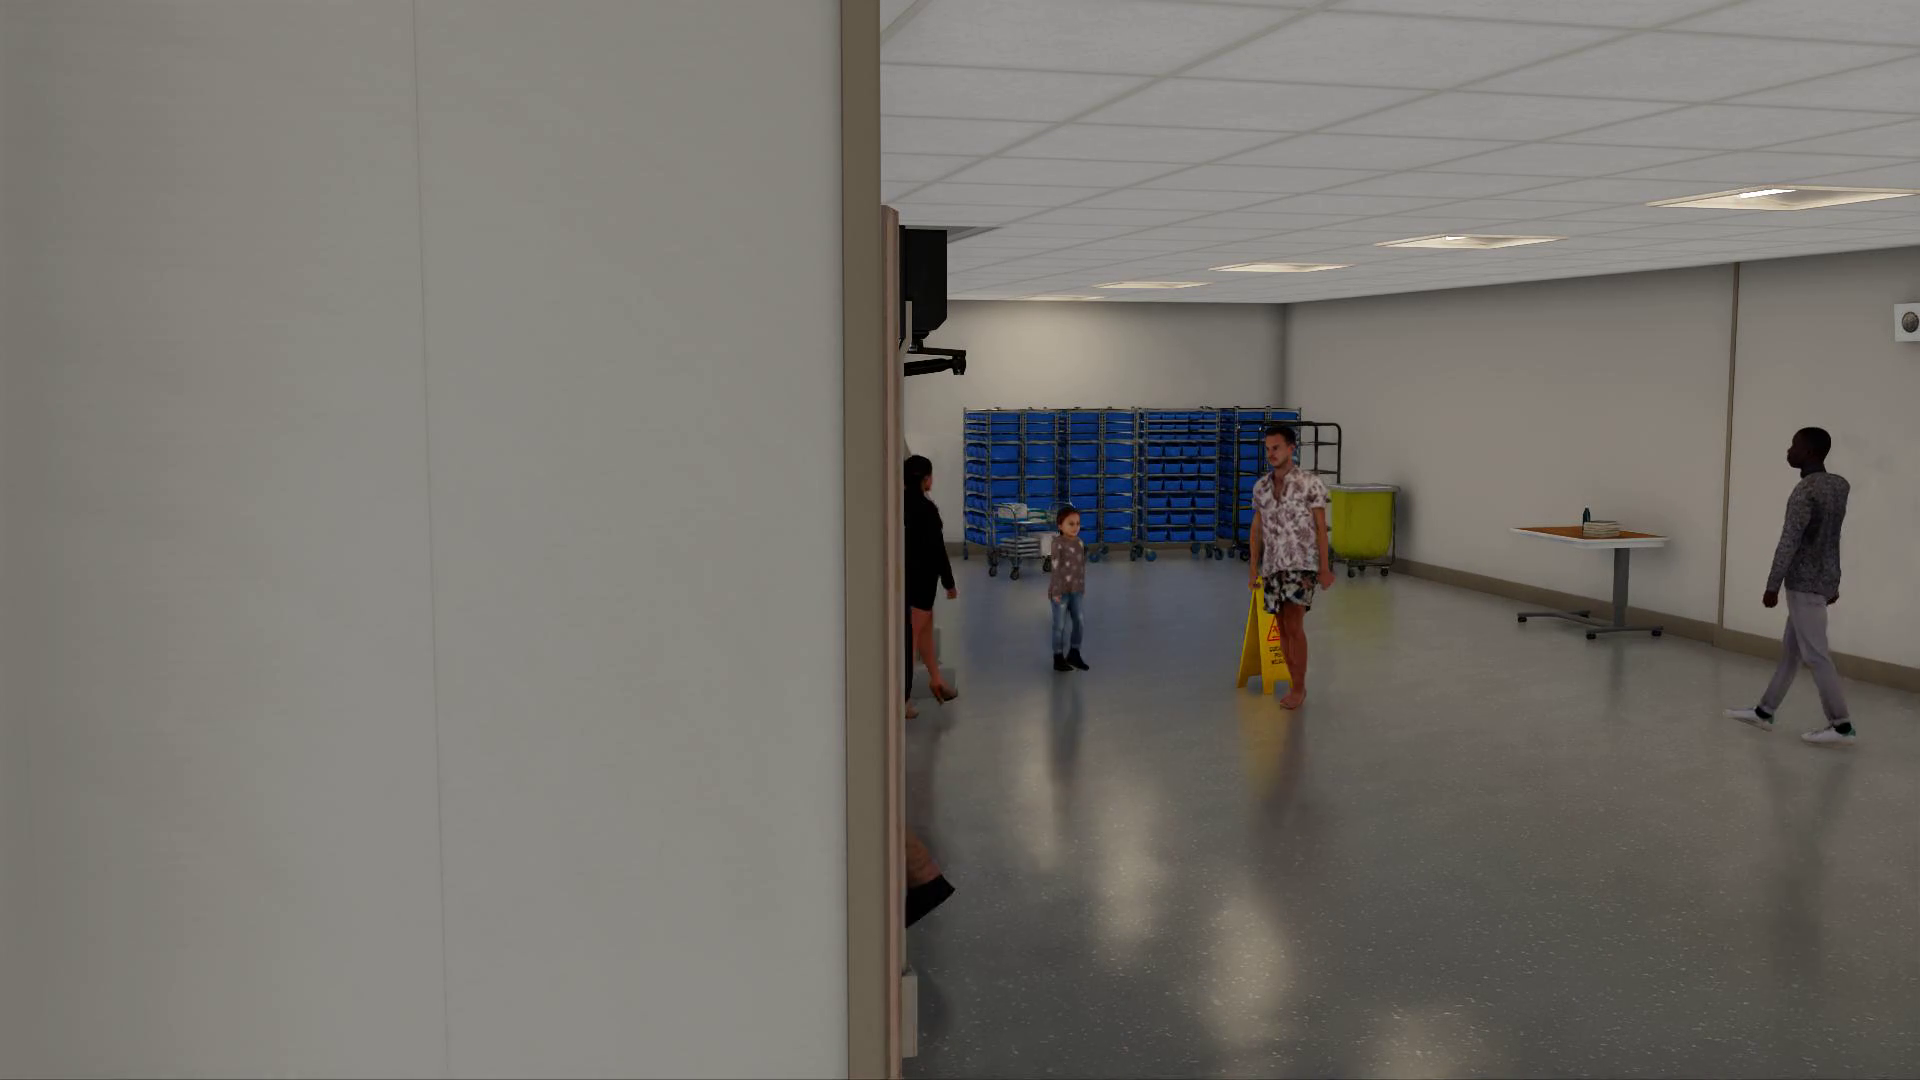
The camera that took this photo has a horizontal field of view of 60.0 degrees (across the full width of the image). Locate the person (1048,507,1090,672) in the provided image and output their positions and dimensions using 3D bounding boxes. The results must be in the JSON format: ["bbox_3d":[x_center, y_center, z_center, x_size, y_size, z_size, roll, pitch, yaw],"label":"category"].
[{"bbox_3d":[0.736,0.350,11.966,0.522,1.187,0.529,-3,7,-28],"label":"person"}]

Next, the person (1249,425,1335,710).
[{"bbox_3d":[2.192,0.158,10.811,0.853,1.798,0.922,6,8,44],"label":"person"}]

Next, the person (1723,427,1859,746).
[{"bbox_3d":[4.938,0.283,9.512,1.010,1.810,1.149,-6,8,-44],"label":"person"}]

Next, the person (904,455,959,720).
[{"bbox_3d":[-0.324,0.309,10.207,0.821,1.619,0.881,-4,7,-37],"label":"person"}]
